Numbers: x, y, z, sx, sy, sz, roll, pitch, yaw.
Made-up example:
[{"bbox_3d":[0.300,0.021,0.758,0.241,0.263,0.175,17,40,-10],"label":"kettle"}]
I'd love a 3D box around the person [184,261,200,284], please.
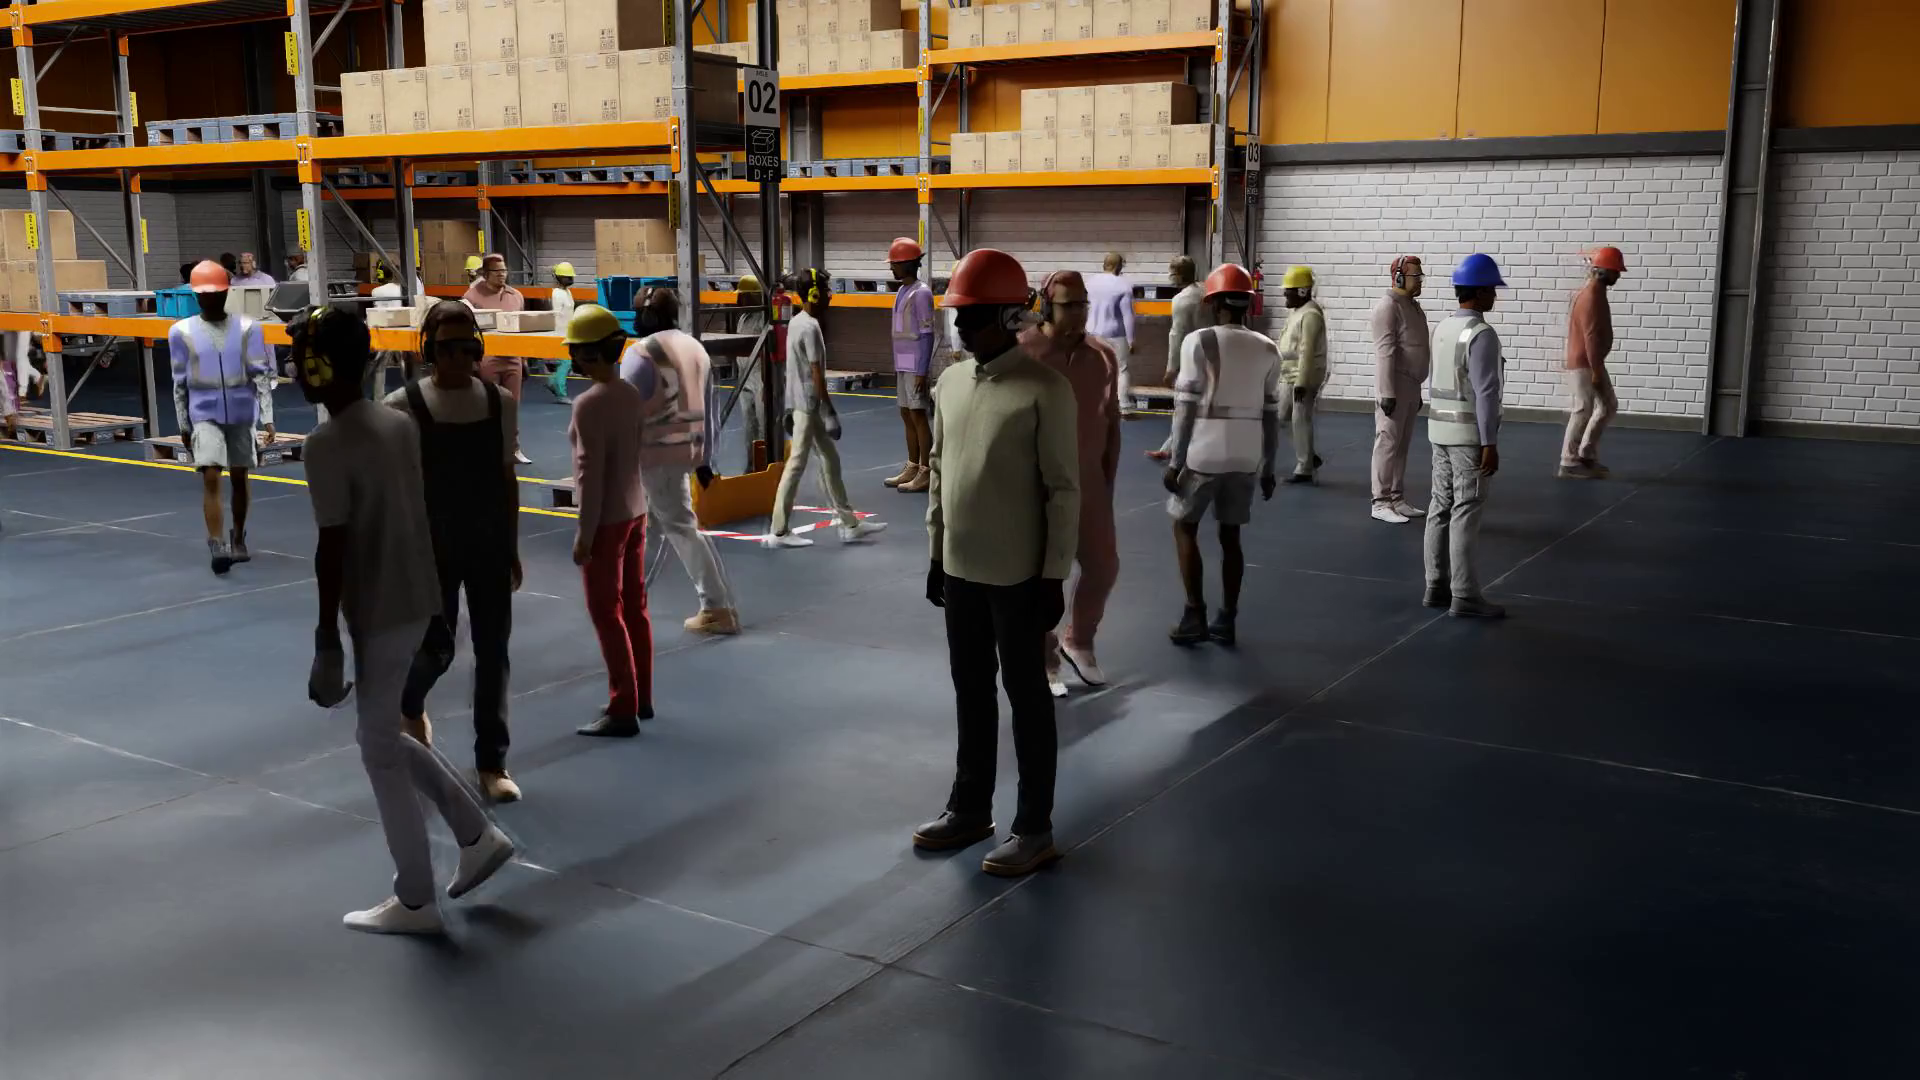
[{"bbox_3d":[-13.840,-4.240,30.252,0.285,1.633,0.500,8,13,39],"label":"person"}]

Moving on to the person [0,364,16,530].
[{"bbox_3d":[-6.666,-0.900,11.125,0.578,1.872,0.997,-1,10,-8],"label":"person"}]

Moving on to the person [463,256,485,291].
[{"bbox_3d":[-6.349,-2.878,22.228,0.533,1.813,0.590,0,10,2],"label":"person"}]

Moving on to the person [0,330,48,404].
[{"bbox_3d":[-11.700,-2.638,20.727,0.590,1.869,0.723,2,10,12],"label":"person"}]

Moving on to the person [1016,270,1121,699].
[{"bbox_3d":[0.444,-0.238,7.359,0.649,1.892,0.432,-4,11,-19],"label":"person"}]

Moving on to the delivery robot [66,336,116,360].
[{"bbox_3d":[-13.933,-3.097,26.650,0.707,0.478,0.477,-1,10,-5],"label":"delivery robot"}]

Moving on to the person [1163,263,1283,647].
[{"bbox_3d":[1.284,-0.400,8.213,0.607,1.911,0.453,-4,11,-19],"label":"person"}]

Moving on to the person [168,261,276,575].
[{"bbox_3d":[-4.489,-0.742,10.162,0.549,1.891,0.963,-6,12,-28],"label":"person"}]

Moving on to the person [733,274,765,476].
[{"bbox_3d":[-1.704,-1.314,13.740,0.328,1.742,0.490,-8,13,-37],"label":"person"}]

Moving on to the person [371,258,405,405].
[{"bbox_3d":[-6.337,-2.223,18.596,0.990,1.821,0.533,7,12,33],"label":"person"}]

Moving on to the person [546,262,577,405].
[{"bbox_3d":[-4.883,-2.536,20.479,0.415,1.751,0.547,1,10,3],"label":"person"}]

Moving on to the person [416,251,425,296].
[{"bbox_3d":[-7.568,-3.082,23.045,0.392,1.919,0.592,-1,10,-8],"label":"person"}]

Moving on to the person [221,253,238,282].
[{"bbox_3d":[-12.170,-3.908,27.931,0.496,1.807,0.671,-2,10,-13],"label":"person"}]

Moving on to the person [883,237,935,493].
[{"bbox_3d":[-0.416,-1.401,13.391,0.383,2.039,0.614,-4,11,-20],"label":"person"}]

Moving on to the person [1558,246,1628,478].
[{"bbox_3d":[5.357,-1.477,14.014,0.568,1.962,0.631,5,11,26],"label":"person"}]

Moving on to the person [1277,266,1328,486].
[{"bbox_3d":[2.796,-1.340,13.685,0.418,1.812,0.622,-1,10,-3],"label":"person"}]

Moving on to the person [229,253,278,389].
[{"bbox_3d":[-9.462,-2.909,22.278,0.642,1.856,0.986,-1,10,-3],"label":"person"}]

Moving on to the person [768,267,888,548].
[{"bbox_3d":[-0.865,-0.854,10.911,0.898,1.834,0.551,-2,10,-10],"label":"person"}]

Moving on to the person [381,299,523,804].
[{"bbox_3d":[-1.880,0.024,6.131,0.510,1.822,0.715,-7,13,-35],"label":"person"}]

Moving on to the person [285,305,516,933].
[{"bbox_3d":[-1.656,0.251,4.806,0.478,1.845,0.519,1,10,6],"label":"person"}]

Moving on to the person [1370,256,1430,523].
[{"bbox_3d":[3.197,-1.087,12.027,0.410,1.909,0.643,7,12,33],"label":"person"}]

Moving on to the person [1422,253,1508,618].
[{"bbox_3d":[2.729,-0.559,8.981,0.383,1.950,0.601,-2,10,-12],"label":"person"}]

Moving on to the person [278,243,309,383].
[{"bbox_3d":[-9.305,-3.253,23.655,0.991,2.000,0.697,-2,10,-10],"label":"person"}]

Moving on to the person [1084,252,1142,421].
[{"bbox_3d":[1.624,-2.266,18.652,0.803,1.891,0.559,7,12,32],"label":"person"}]

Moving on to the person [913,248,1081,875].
[{"bbox_3d":[0.106,0.071,5.361,0.386,1.992,0.624,-9,14,-42],"label":"person"}]

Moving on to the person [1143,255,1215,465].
[{"bbox_3d":[2.007,-1.557,14.676,0.897,1.887,0.658,4,11,23],"label":"person"}]

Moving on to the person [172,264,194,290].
[{"bbox_3d":[-10.602,-2.961,22.985,0.533,1.697,0.322,-7,13,-35],"label":"person"}]

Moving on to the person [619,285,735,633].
[{"bbox_3d":[-1.563,-0.421,8.682,0.986,1.796,0.638,4,11,21],"label":"person"}]

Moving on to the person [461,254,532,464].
[{"bbox_3d":[-4.114,-1.588,14.839,0.395,1.898,0.639,9,13,40],"label":"person"}]

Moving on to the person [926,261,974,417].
[{"bbox_3d":[-0.047,-2.208,18.504,0.728,1.807,0.600,0,10,2],"label":"person"}]

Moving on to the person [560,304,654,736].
[{"bbox_3d":[-1.462,-0.081,6.842,0.329,1.765,0.533,2,10,13],"label":"person"}]
